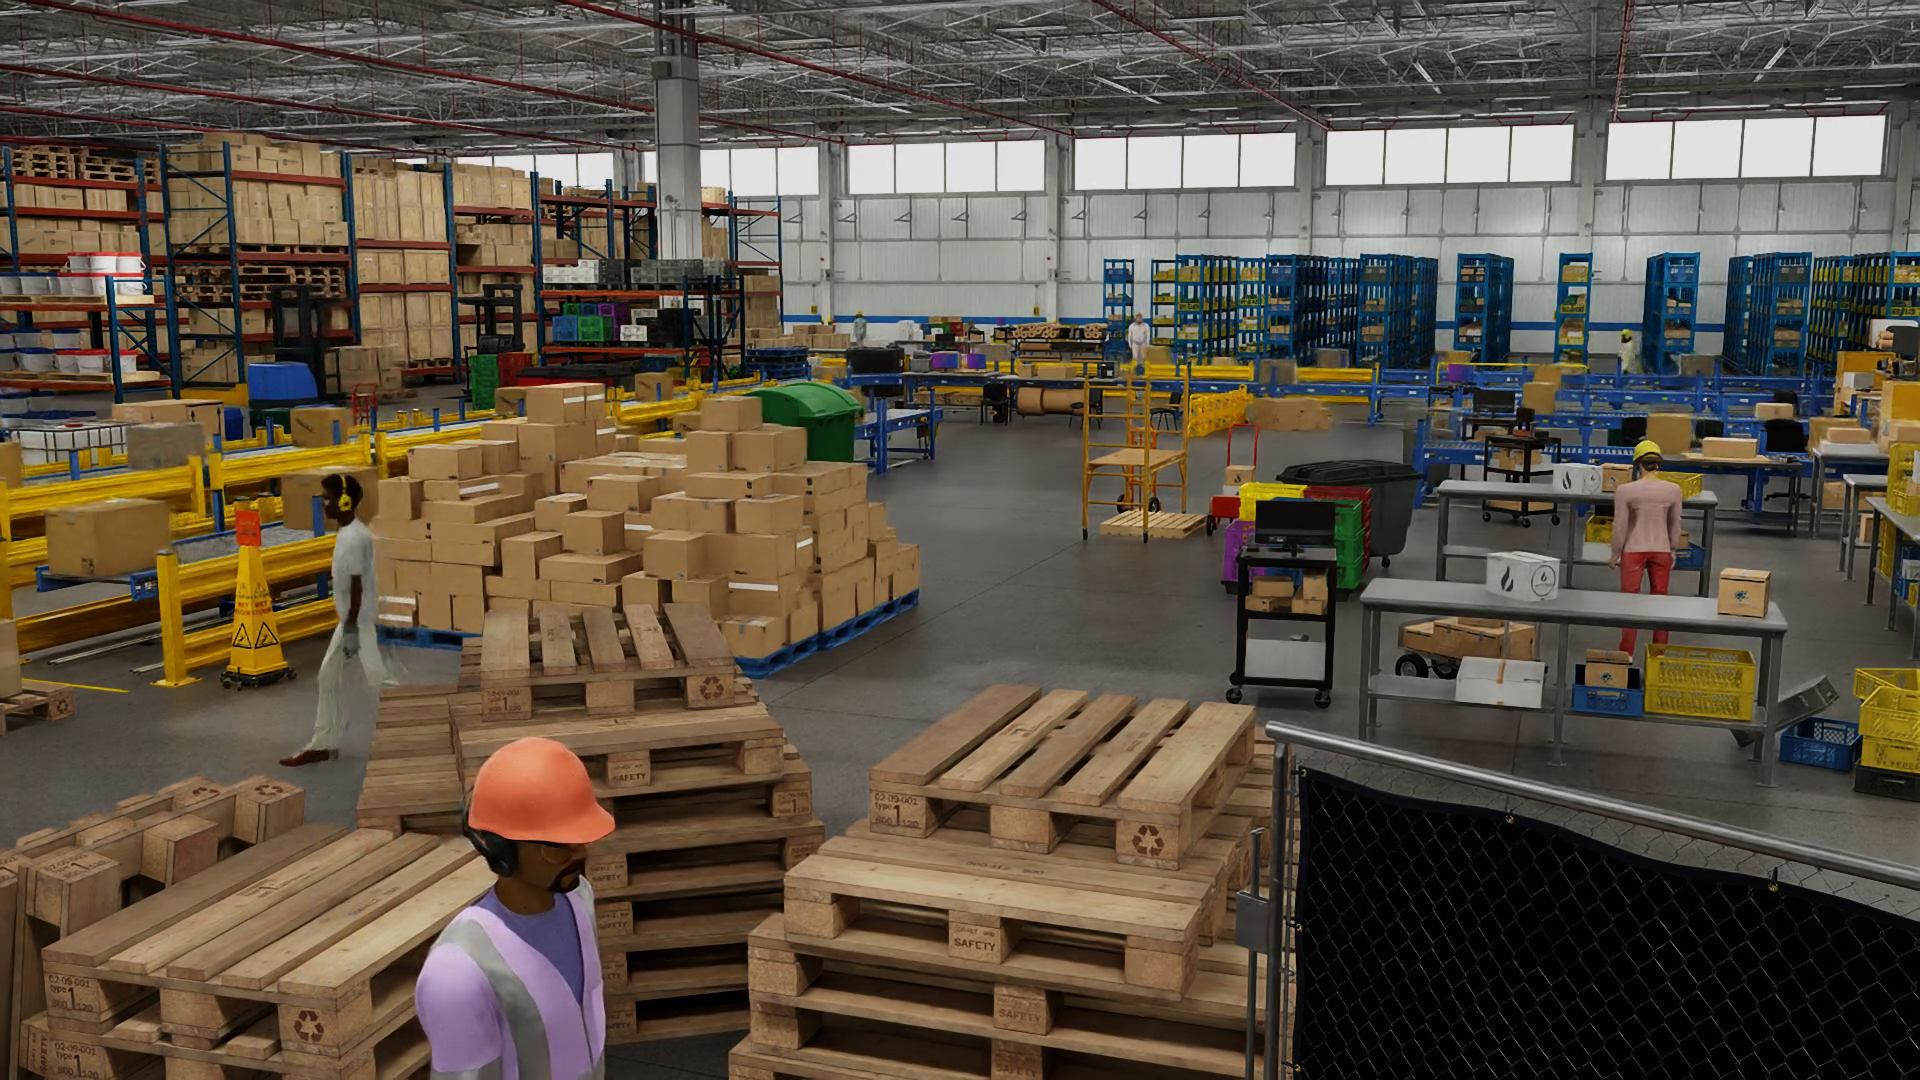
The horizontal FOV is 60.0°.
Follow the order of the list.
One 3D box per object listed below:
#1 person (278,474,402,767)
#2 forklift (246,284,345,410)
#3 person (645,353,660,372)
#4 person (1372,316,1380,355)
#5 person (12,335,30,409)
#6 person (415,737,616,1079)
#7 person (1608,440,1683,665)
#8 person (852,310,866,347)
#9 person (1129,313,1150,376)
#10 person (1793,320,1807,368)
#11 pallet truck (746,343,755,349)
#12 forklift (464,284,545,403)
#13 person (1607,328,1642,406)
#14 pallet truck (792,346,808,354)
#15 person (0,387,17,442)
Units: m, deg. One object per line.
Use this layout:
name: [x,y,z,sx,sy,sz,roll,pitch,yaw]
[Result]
person: [-3.733,0.493,10.327,0.953,1.827,0.535,-5,10,-27]
forklift: [-14.883,-4.296,37.065,1.129,2.768,1.873,3,10,20]
person: [-8.240,-4.898,44.744,0.499,1.633,0.286,0,9,1]
person: [13.163,-6.328,52.678,0.434,1.977,0.613,3,10,19]
person: [-20.012,-3.545,35.441,0.987,1.878,0.758,-2,9,-10]
person: [-0.928,1.431,3.726,0.393,2.041,0.614,2,9,12]
person: [5.323,0.104,12.949,0.524,1.760,0.327,1,9,4]
person: [-3.767,-7.695,62.040,0.499,1.723,0.622,-6,11,-35]
person: [5.423,-5.920,50.354,0.642,1.896,0.629,0,9,2]
person: [23.351,-5.250,46.289,0.390,1.846,0.564,7,11,36]
pallet truck: [-6.183,-4.618,44.264,1.601,1.201,0.680,-9,12,-43]
forklift: [-10.832,-4.702,39.610,1.129,2.768,1.873,3,10,20]
person: [15.495,-3.994,38.522,0.769,1.812,0.598,3,9,17]
pallet truck: [-3.705,-4.298,42.022,0.653,1.274,1.630,3,10,20]
person: [-15.007,-1.941,26.023,0.538,1.684,0.363,4,10,22]
